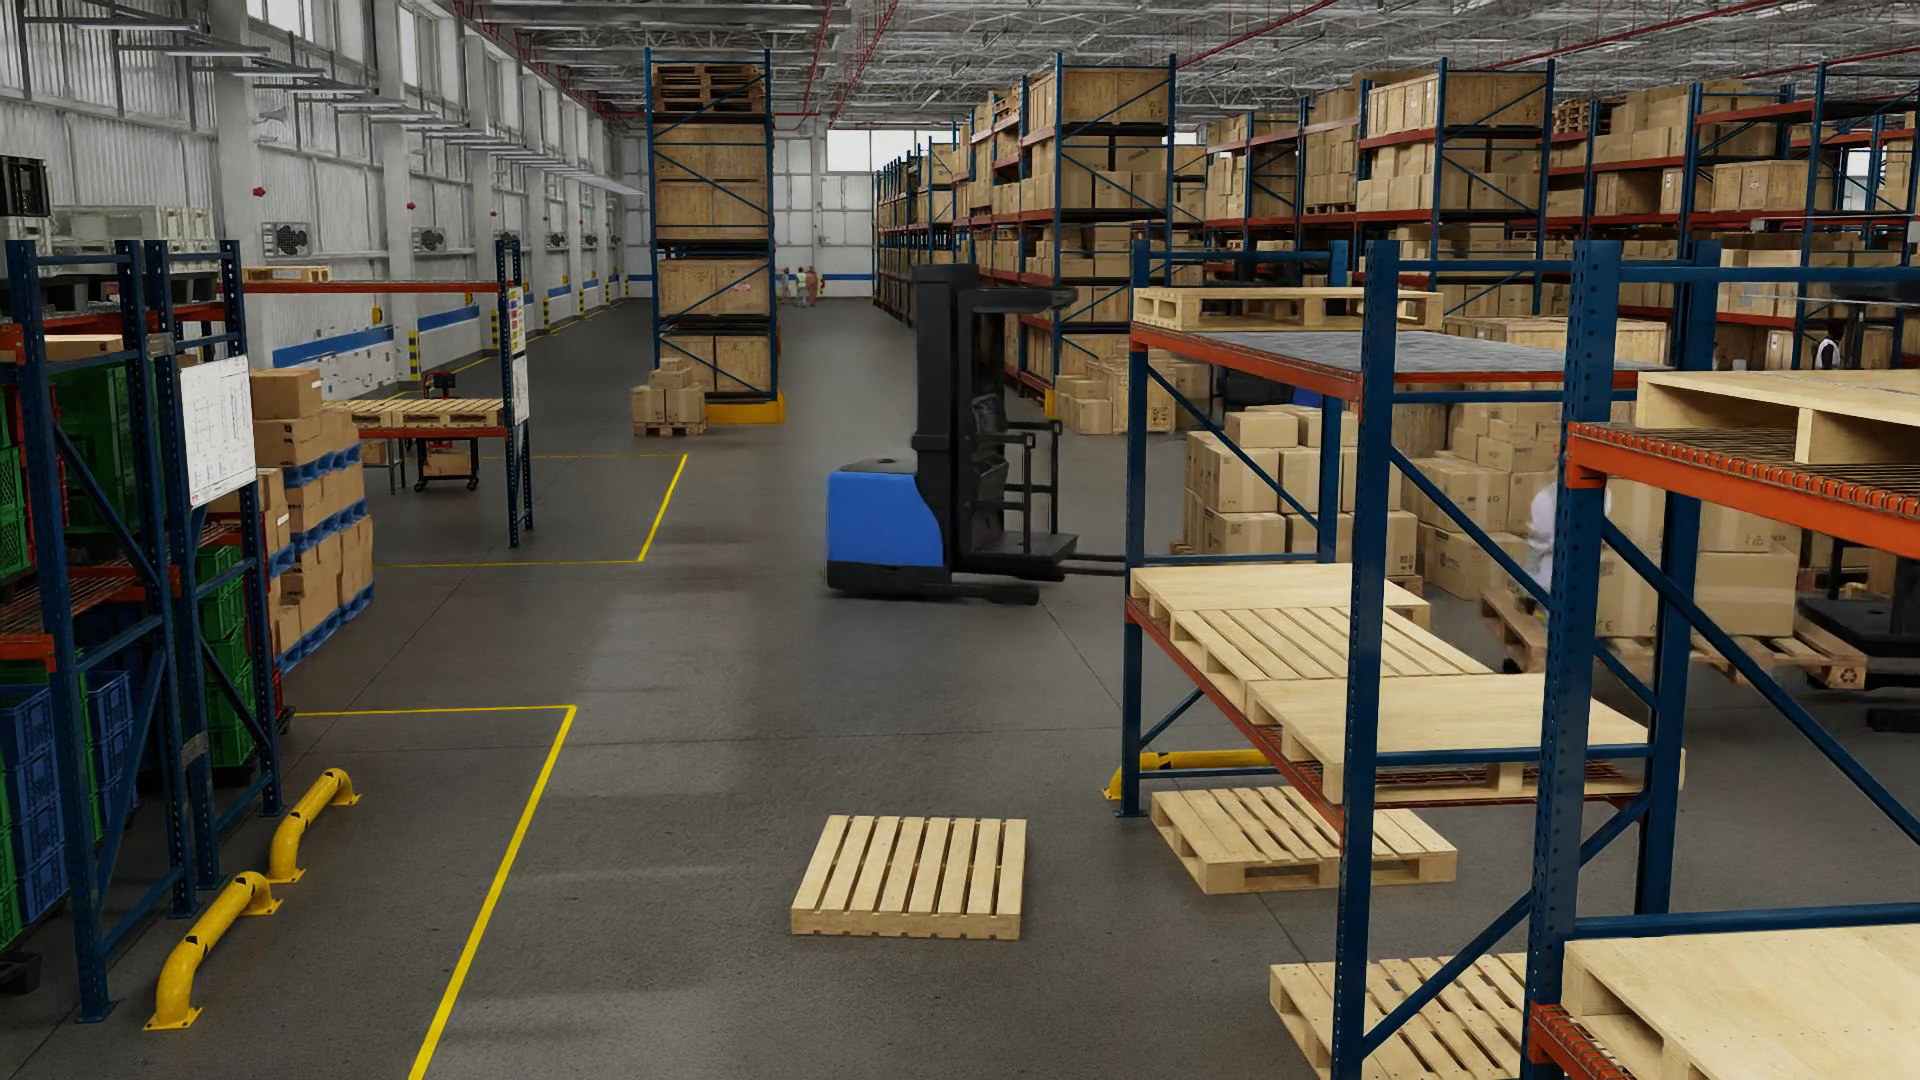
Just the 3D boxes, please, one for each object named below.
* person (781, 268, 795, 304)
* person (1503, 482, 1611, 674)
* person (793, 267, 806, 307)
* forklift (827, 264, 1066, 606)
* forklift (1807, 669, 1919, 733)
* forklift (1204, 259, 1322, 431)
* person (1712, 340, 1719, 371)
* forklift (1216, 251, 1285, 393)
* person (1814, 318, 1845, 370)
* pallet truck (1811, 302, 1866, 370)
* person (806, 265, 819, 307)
[{"bbox_3d":[-8.120,-12.004,78.641,0.798,1.716,0.586,-5,11,-26],"label":"person"},{"bbox_3d":[3.698,0.239,10.310,0.546,1.912,0.754,-5,11,-27],"label":"person"},{"bbox_3d":[-7.219,-11.415,75.210,0.570,1.786,0.971,-7,12,-32],"label":"person"},{"bbox_3d":[-0.120,-0.952,14.209,1.873,2.768,1.129,3,11,16],"label":"forklift"},{"bbox_3d":[6.589,-0.257,10.356,1.873,2.768,1.129,1,10,7],"label":"forklift"},{"bbox_3d":[4.734,-2.994,25.524,1.129,2.768,1.873,8,13,38],"label":"forklift"},{"bbox_3d":[10.588,-2.044,23.708,0.524,1.639,0.309,-5,11,-25],"label":"person"},{"bbox_3d":[5.698,-4.158,31.975,1.129,2.768,1.873,-1,10,-6],"label":"forklift"},{"bbox_3d":[12.561,-2.255,24.131,0.386,1.910,0.592,6,12,29],"label":"person"},{"bbox_3d":[15.846,-3.142,28.793,1.885,1.965,0.823,2,10,12],"label":"pallet truck"},{"bbox_3d":[-6.737,-11.613,76.051,0.656,1.884,0.422,-8,13,-37],"label":"person"}]
